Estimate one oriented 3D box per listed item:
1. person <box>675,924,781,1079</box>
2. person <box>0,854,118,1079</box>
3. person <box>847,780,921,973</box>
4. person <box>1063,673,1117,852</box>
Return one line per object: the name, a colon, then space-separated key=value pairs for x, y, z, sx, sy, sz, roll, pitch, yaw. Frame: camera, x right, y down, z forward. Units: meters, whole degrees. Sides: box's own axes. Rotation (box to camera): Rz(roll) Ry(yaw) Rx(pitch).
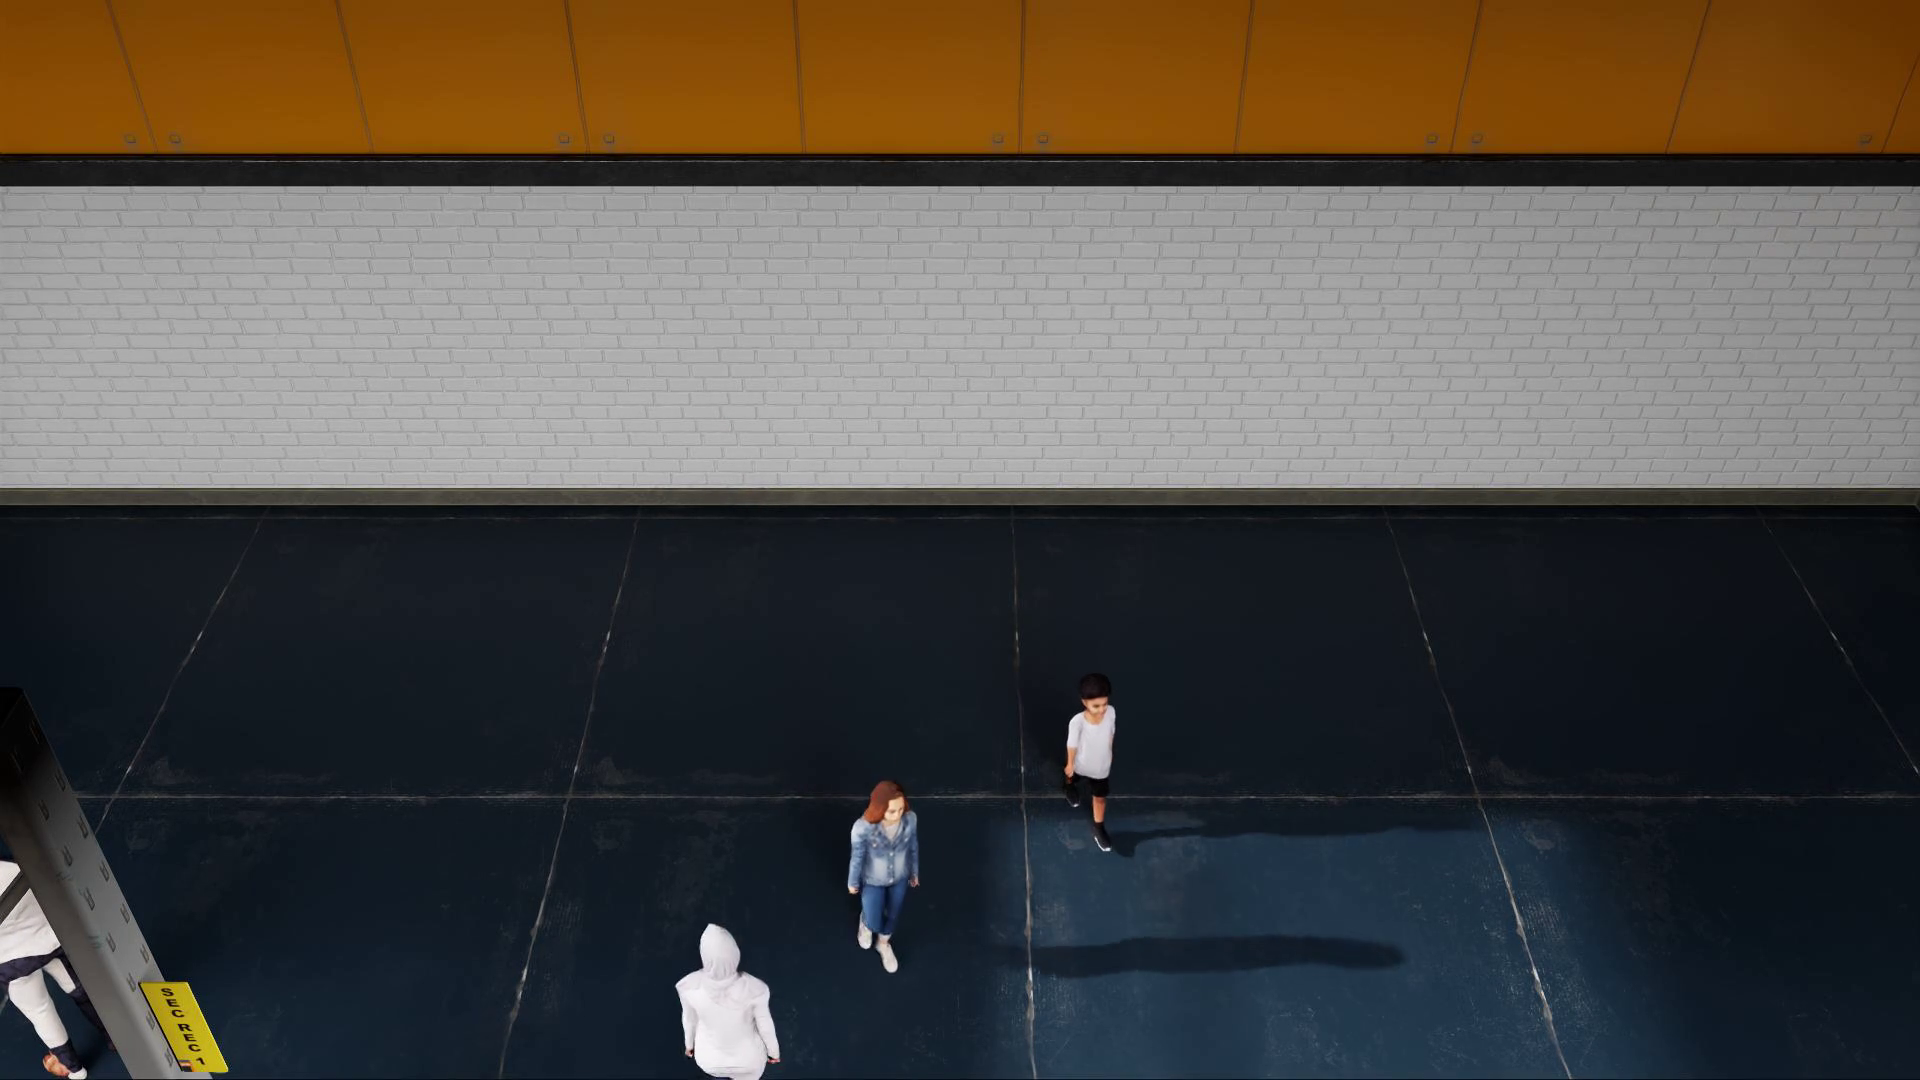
person: x=-1.176 y=2.643 z=8.359 sx=0.661 sy=1.766 sz=0.758 roll=2 pitch=39 yaw=3
person: x=-4.953 y=2.180 z=8.839 sx=0.836 sy=1.891 sz=0.744 roll=25 pitch=45 yaw=28
person: x=-0.458 y=1.868 z=9.570 sx=0.686 sy=1.466 sz=0.720 roll=-12 pitch=40 yaw=-15
person: x=0.795 y=1.304 z=10.452 sx=0.653 sy=1.248 sz=0.916 roll=-11 pitch=40 yaw=-13
